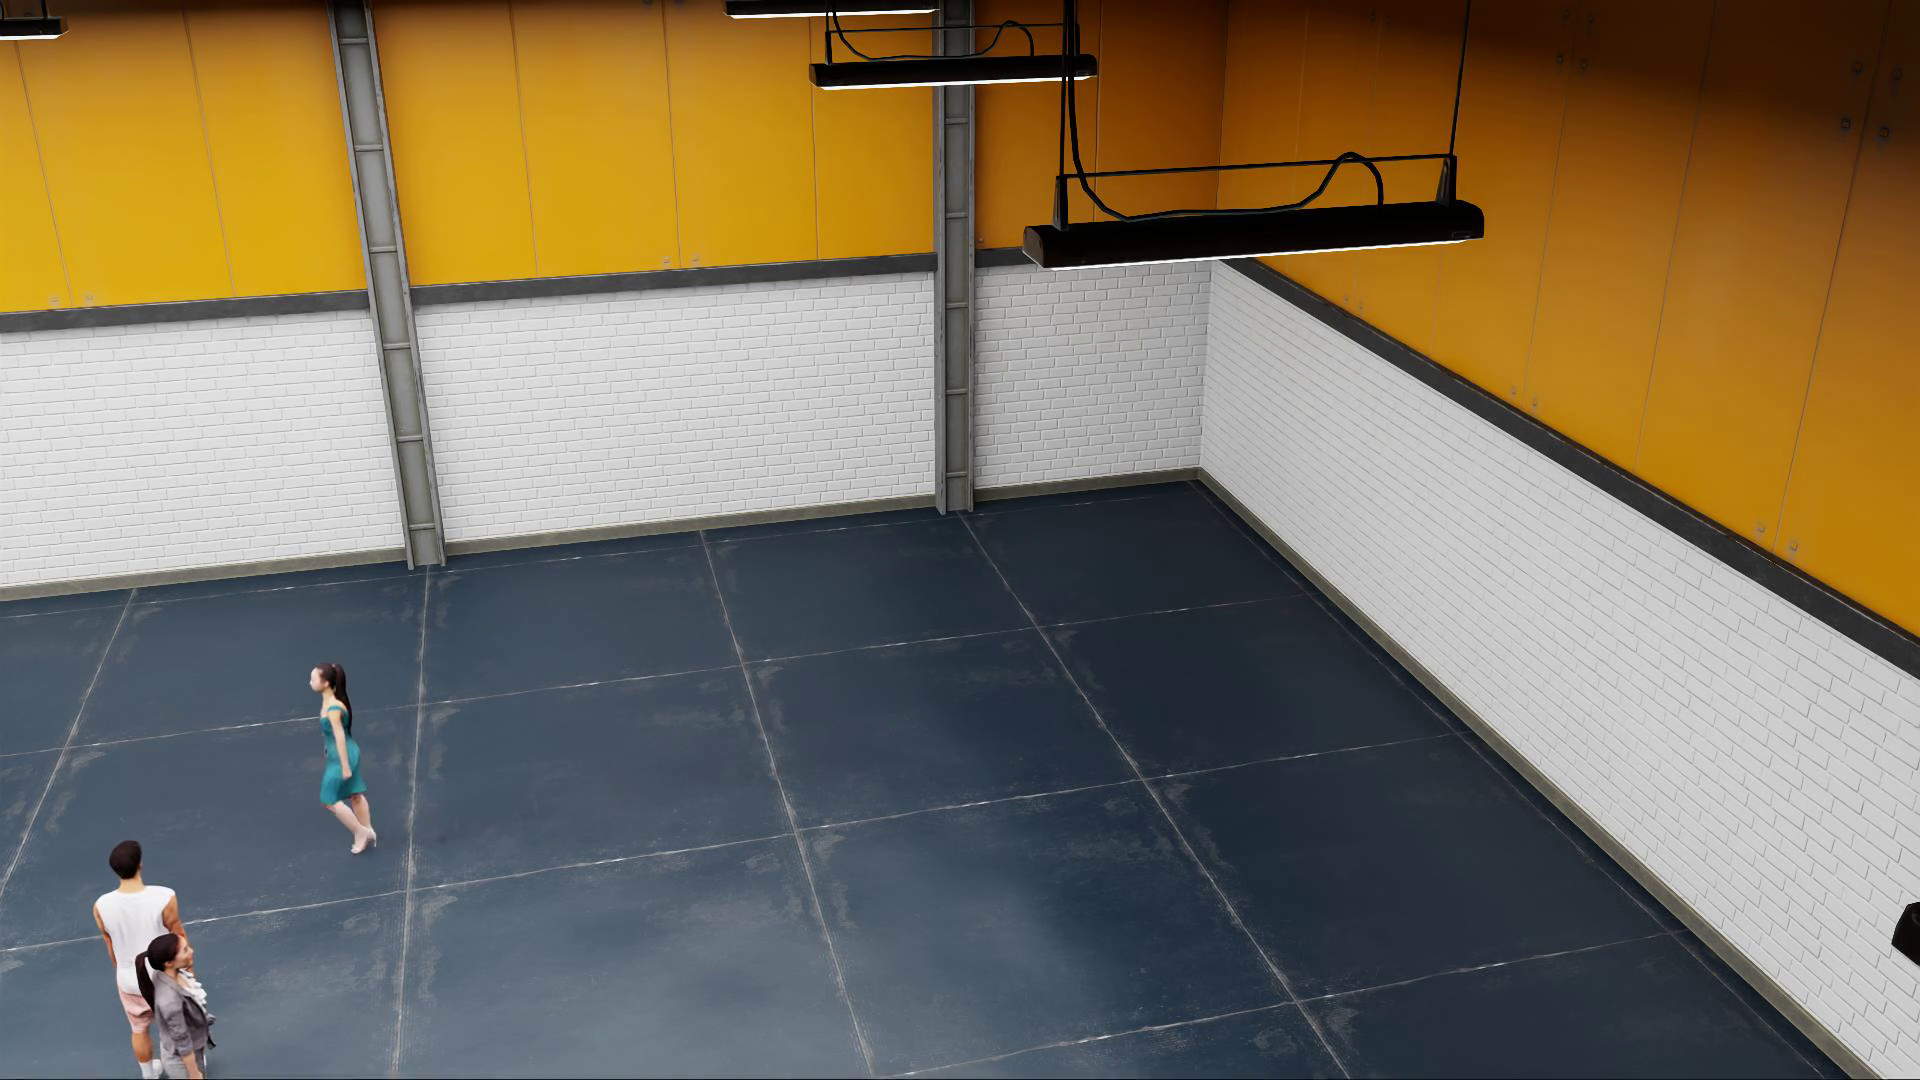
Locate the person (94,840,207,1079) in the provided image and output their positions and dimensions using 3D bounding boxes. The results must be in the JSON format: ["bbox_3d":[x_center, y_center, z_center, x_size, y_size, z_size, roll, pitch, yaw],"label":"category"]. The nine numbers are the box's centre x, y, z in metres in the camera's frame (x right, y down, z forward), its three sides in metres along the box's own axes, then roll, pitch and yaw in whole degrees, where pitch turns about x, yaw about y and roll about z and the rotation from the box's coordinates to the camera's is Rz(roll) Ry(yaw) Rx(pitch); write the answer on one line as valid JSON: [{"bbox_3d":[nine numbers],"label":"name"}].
[{"bbox_3d":[-5.108,2.704,10.450,0.485,1.784,0.673,-6,24,-13],"label":"person"}]

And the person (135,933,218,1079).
[{"bbox_3d":[-4.580,3.036,9.827,0.648,1.675,0.667,-12,26,-26],"label":"person"}]

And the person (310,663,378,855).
[{"bbox_3d":[-4.704,1.689,12.906,0.571,1.677,0.566,-7,25,-16],"label":"person"}]
